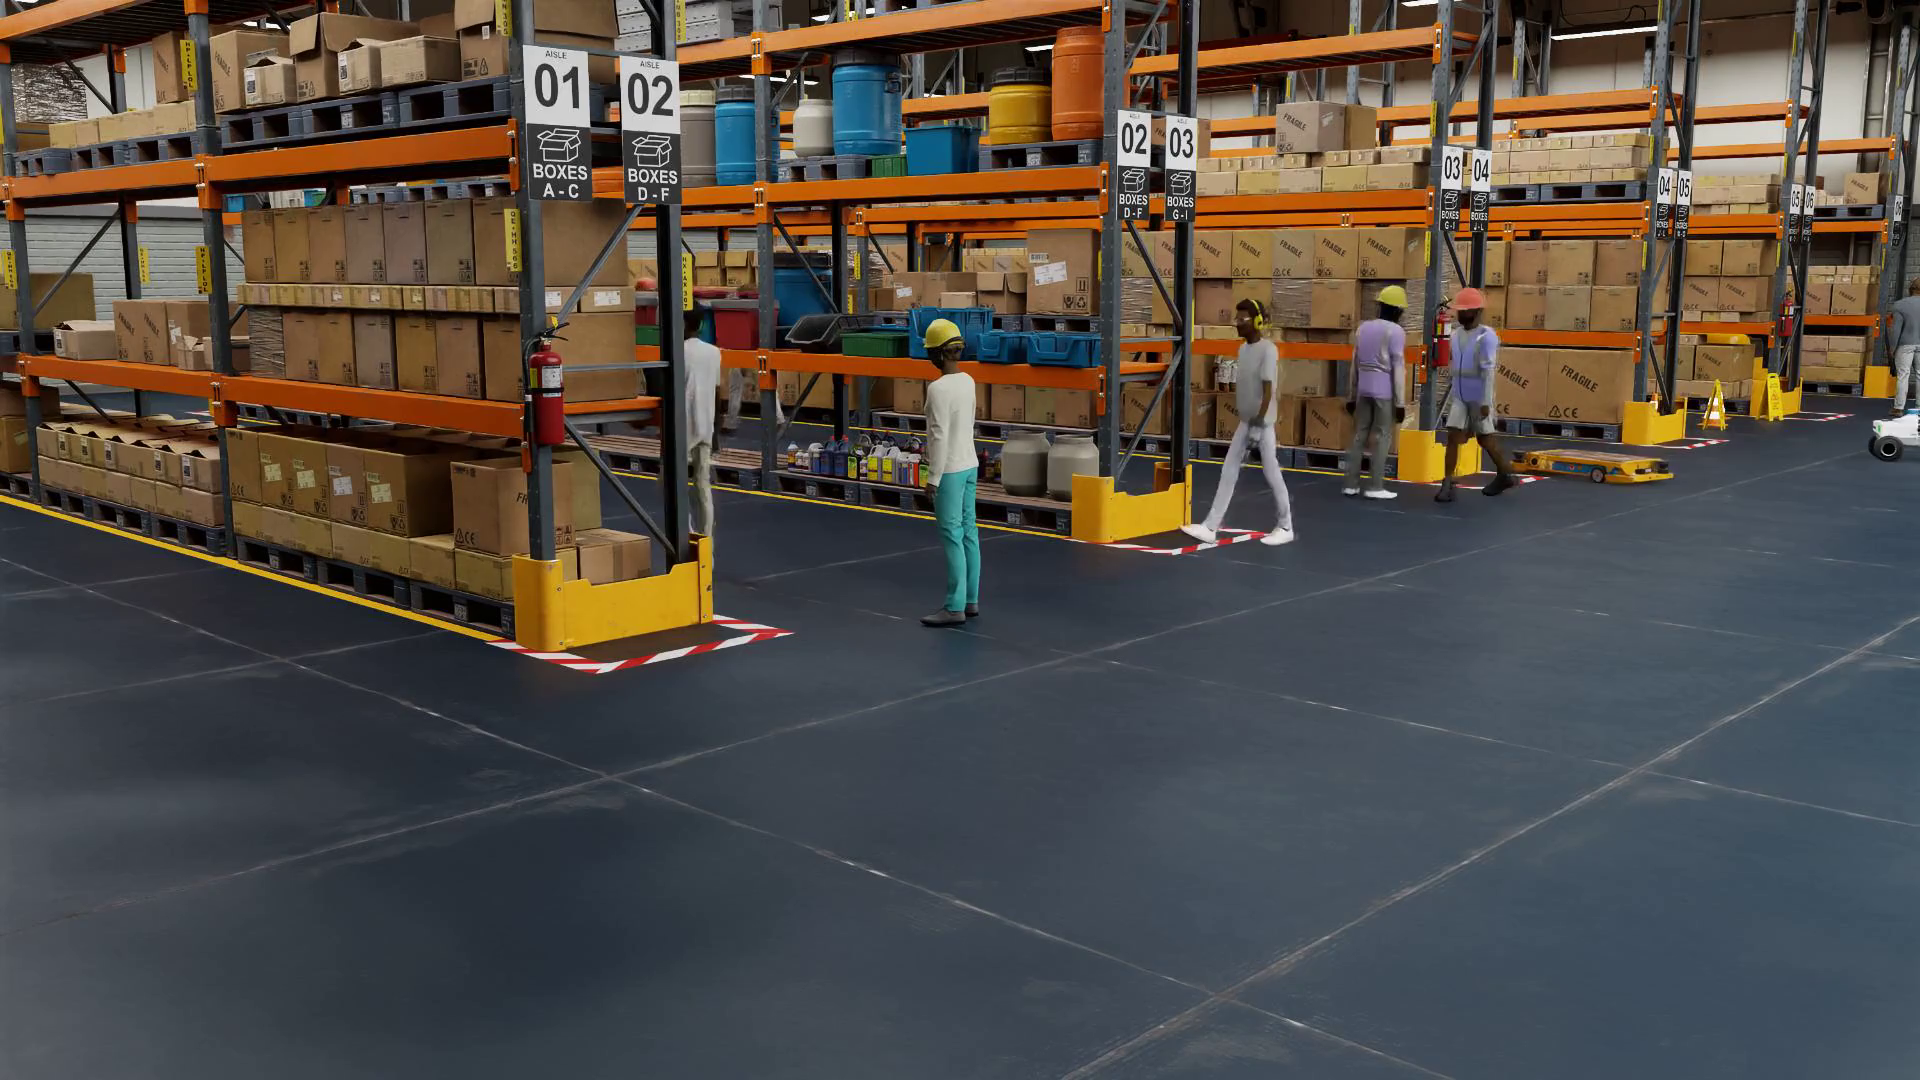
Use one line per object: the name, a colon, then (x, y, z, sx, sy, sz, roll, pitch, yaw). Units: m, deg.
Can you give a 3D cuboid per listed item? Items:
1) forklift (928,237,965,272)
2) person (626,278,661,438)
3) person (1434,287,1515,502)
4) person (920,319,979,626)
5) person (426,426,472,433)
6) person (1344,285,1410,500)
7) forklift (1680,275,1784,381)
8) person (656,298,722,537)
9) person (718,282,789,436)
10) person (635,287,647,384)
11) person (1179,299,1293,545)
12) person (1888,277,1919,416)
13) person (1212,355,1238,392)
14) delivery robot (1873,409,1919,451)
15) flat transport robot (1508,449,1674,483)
forklift: (-0.326, -5.817, 39.609, 1.129, 2.768, 1.873, 9, 13, 43)
person: (-3.822, -2.229, 20.369, 1.035, 1.933, 0.639, 7, 11, 35)
person: (4.606, -1.298, 14.805, 0.880, 1.903, 0.542, -6, 11, -33)
person: (-0.069, -0.390, 9.624, 0.329, 1.765, 0.526, 4, 10, 23)
person: (-4.131, -0.948, 13.529, 0.504, 1.598, 0.826, -9, 13, -43)
person: (3.742, -1.318, 14.915, 0.445, 1.893, 0.664, -6, 11, -32)
forklift: (12.480, -3.427, 27.053, 1.214, 2.155, 2.313, 9, 13, 43)
person: (-1.865, -0.724, 11.367, 0.416, 1.858, 0.550, 8, 12, 42)
person: (-2.548, -2.210, 20.414, 1.023, 1.896, 0.635, 6, 11, 33)
person: (-4.496, -2.630, 23.189, 0.511, 1.828, 1.000, -8, 12, -39)
person: (2.113, -0.849, 12.263, 0.956, 1.816, 0.544, -4, 10, -23)
person: (13.321, -2.701, 23.252, 0.630, 1.940, 0.372, 2, 9, 9)
person: (3.307, -2.284, 20.704, 0.360, 1.938, 0.546, 7, 11, 36)
delivery robot: (10.269, -1.171, 17.951, 0.707, 0.478, 0.477, 3, 10, 20)
flat transport robot: (6.247, -0.748, 16.509, 0.652, 0.197, 1.431, -6, 11, -34)
